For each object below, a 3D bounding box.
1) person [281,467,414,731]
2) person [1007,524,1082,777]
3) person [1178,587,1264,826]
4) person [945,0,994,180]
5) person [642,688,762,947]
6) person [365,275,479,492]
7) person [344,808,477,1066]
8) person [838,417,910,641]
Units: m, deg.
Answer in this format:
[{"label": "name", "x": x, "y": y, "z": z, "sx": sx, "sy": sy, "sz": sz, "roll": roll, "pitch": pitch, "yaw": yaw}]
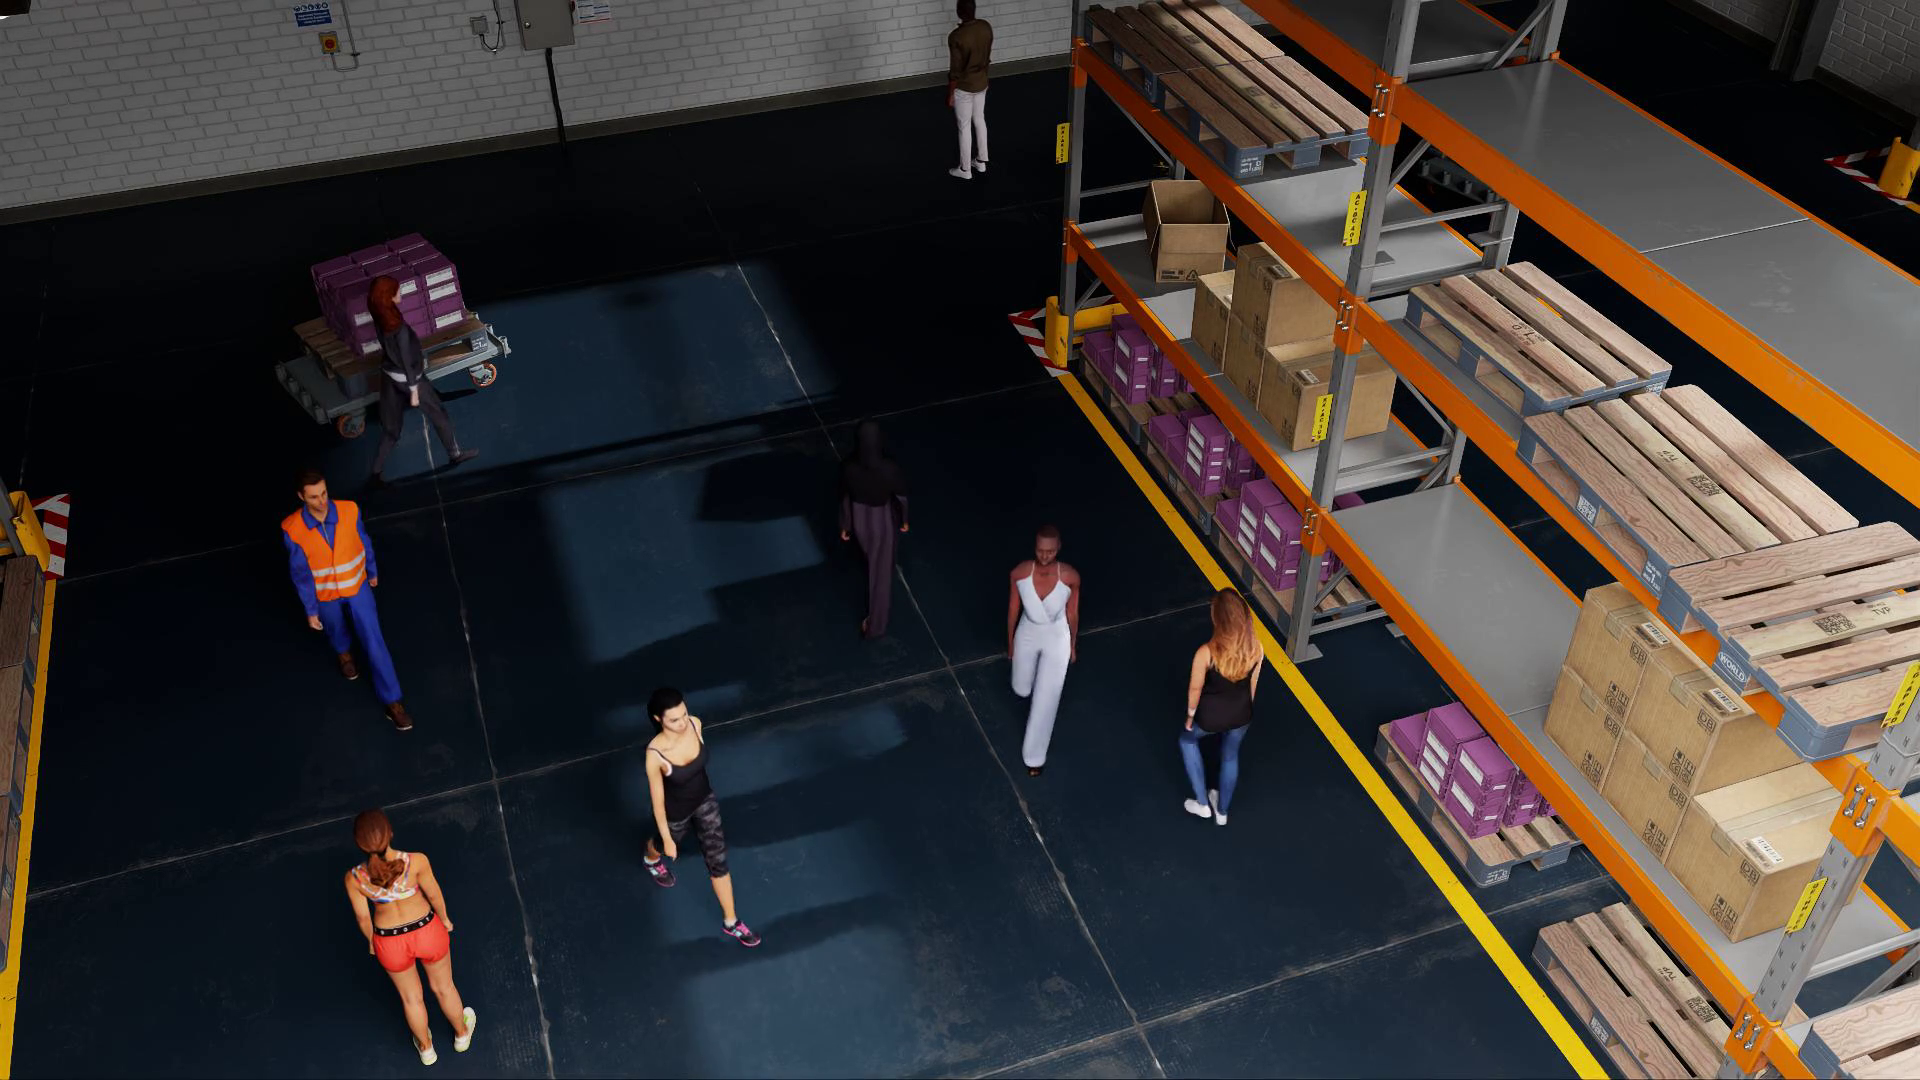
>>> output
[{"label": "person", "x": -3.917, "y": 0.284, "z": 10.384, "sx": 0.865, "sy": 1.819, "sz": 1.290, "roll": -22, "pitch": 44, "yaw": -25}, {"label": "person", "x": 0.503, "y": 0.582, "z": 10.058, "sx": 0.881, "sy": 1.761, "sz": 1.066, "roll": 6, "pitch": 39, "yaw": 7}, {"label": "person", "x": 1.516, "y": 1.045, "z": 9.522, "sx": 0.618, "sy": 1.707, "sz": 0.615, "roll": -7, "pitch": 39, "yaw": -9}, {"label": "person", "x": 0.096, "y": -4.442, "z": 16.297, "sx": 0.798, "sy": 1.825, "sz": 0.742, "roll": -30, "pitch": 48, "yaw": -32}, {"label": "person", "x": -1.571, "y": 1.437, "z": 9.056, "sx": 1.236, "sy": 1.676, "sz": 0.986, "roll": 28, "pitch": 46, "yaw": 30}, {"label": "person", "x": -4.146, "y": -1.111, "z": 12.197, "sx": 1.157, "sy": 1.737, "sz": 1.025, "roll": 28, "pitch": 46, "yaw": 31}, {"label": "person", "x": -2.741, "y": 1.981, "z": 8.281, "sx": 0.554, "sy": 1.792, "sz": 0.550, "roll": -13, "pitch": 40, "yaw": -15}, {"label": "person", "x": -0.588, "y": -0.081, "z": 11.012, "sx": 0.983, "sy": 1.606, "sz": 1.204, "roll": 6, "pitch": 39, "yaw": 8}]
